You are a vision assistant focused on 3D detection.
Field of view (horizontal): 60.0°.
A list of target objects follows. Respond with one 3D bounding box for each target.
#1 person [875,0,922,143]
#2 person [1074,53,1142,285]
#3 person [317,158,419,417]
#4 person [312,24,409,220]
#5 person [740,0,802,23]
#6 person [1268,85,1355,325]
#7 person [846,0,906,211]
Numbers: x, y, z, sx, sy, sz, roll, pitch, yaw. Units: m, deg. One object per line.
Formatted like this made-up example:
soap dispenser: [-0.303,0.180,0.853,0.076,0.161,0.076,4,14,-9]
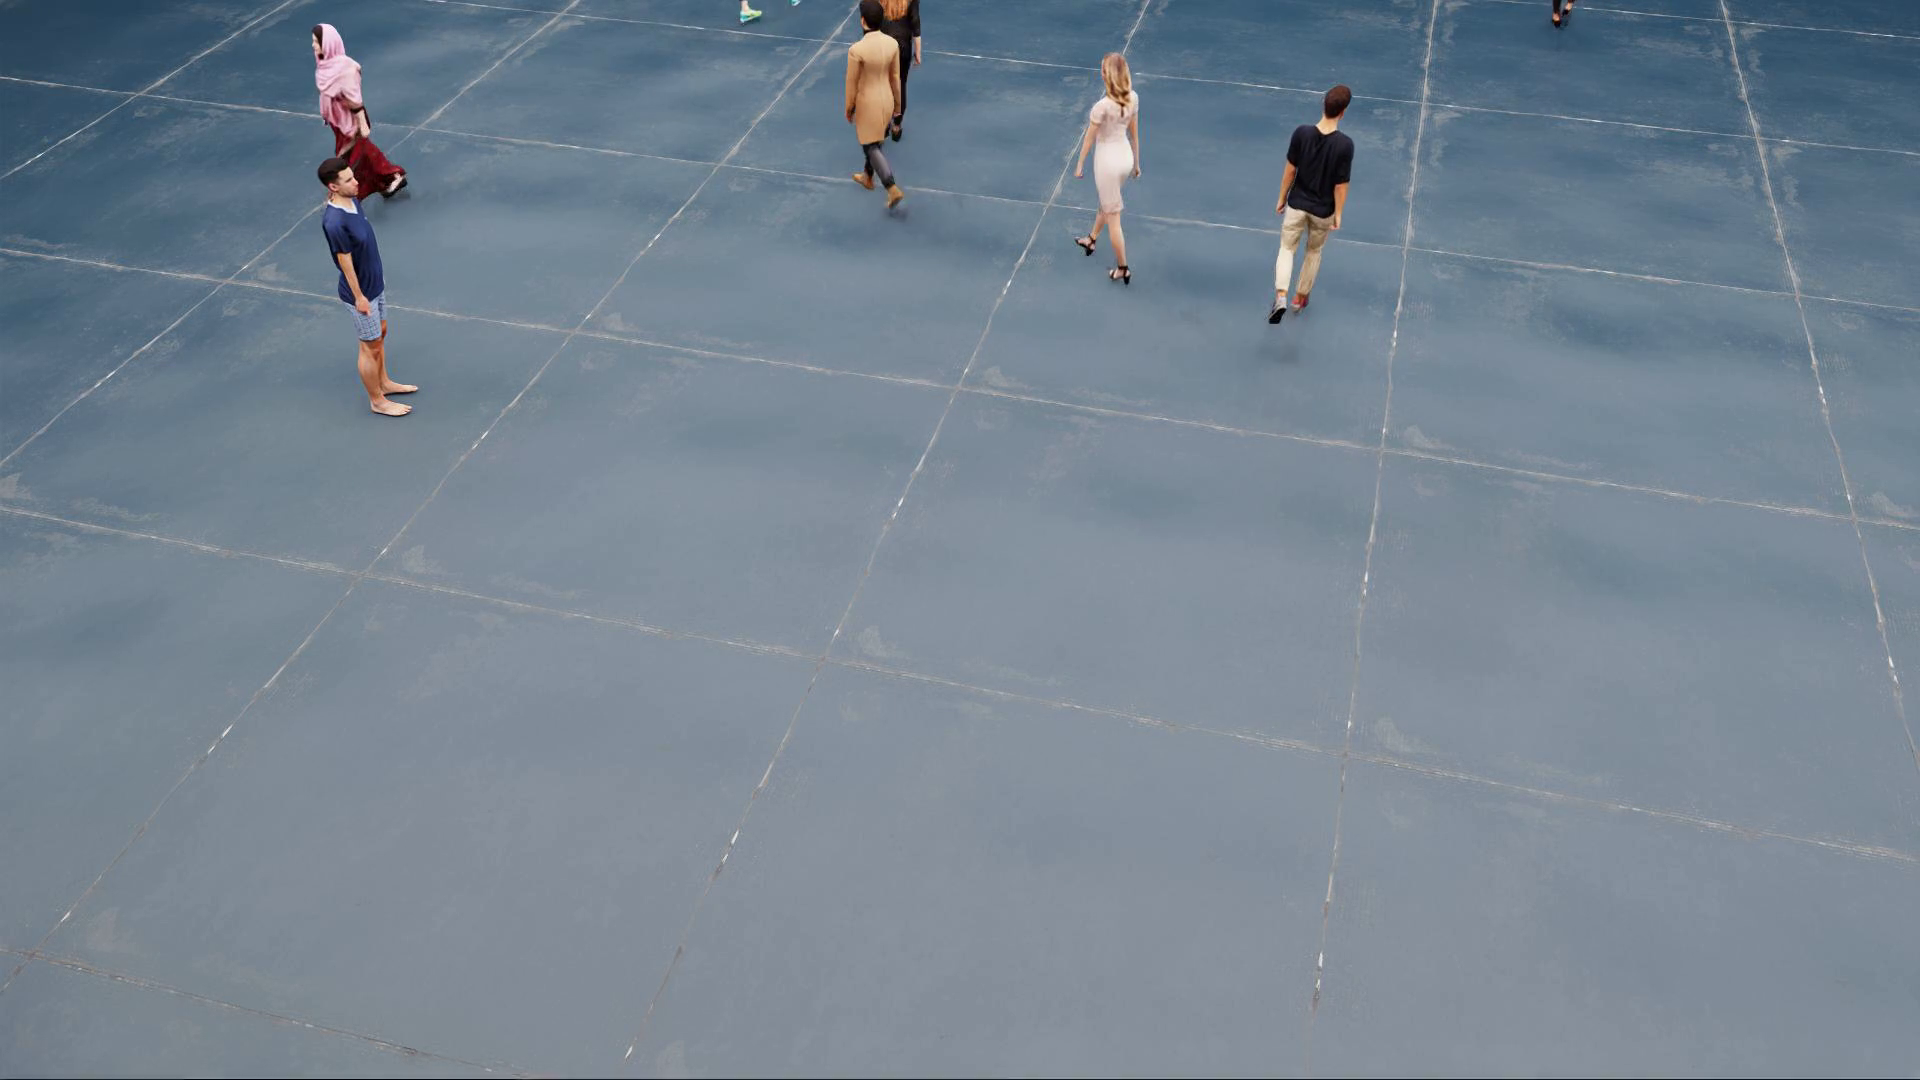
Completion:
person: [-0.600,-4.305,14.676,0.706,1.705,0.770,2,38,3]
person: [1.217,-2.762,12.627,0.998,1.799,1.021,-23,44,-27]
person: [-4.052,-1.721,11.255,0.749,1.850,0.601,-2,38,-2]
person: [-4.970,-3.461,13.682,0.965,1.599,1.166,32,48,34]
person: [-2.141,-6.160,17.082,1.202,1.662,0.999,-31,48,-34]
person: [2.537,-2.371,12.105,0.704,1.827,0.985,13,40,15]
person: [-0.677,-3.570,13.738,1.123,1.702,1.122,-25,44,-28]
